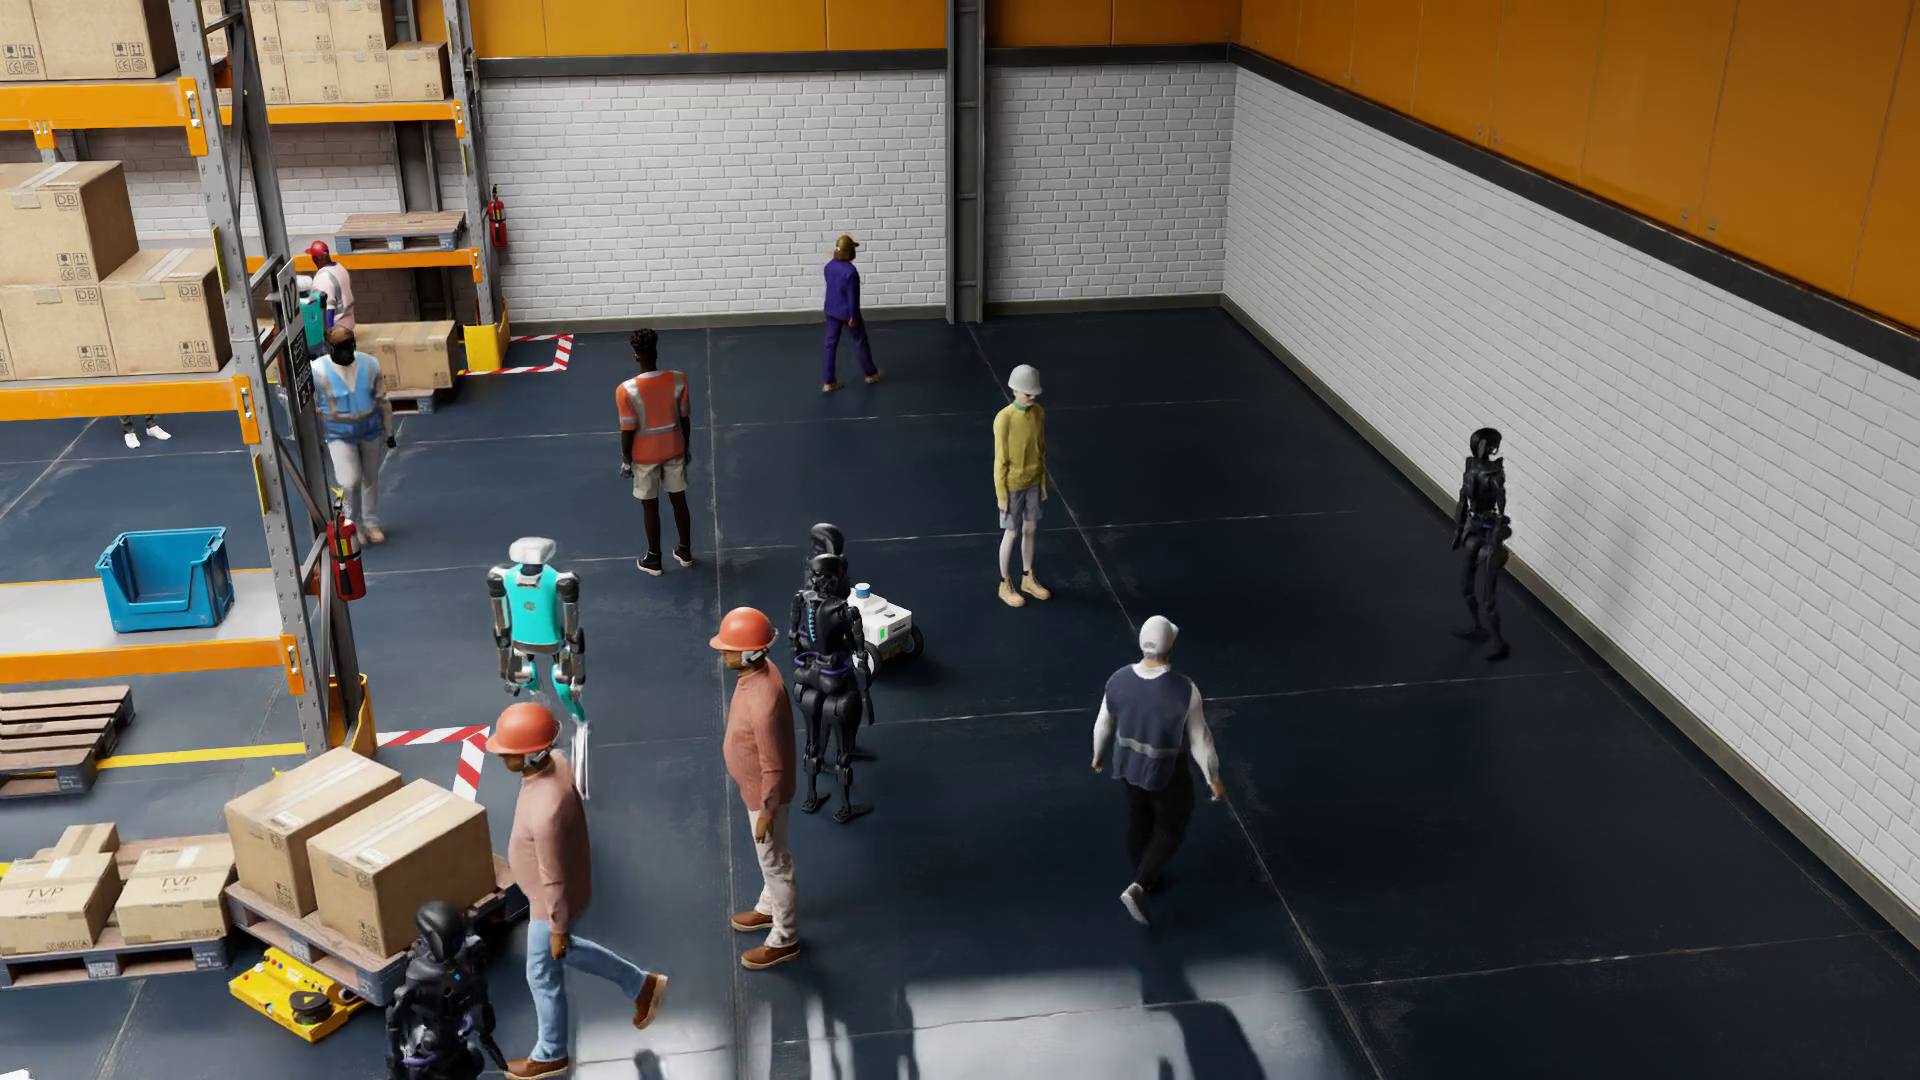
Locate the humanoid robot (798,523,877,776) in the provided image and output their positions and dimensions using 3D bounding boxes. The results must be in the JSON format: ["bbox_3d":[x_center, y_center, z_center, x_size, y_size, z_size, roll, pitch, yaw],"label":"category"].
[{"bbox_3d":[-0.772,0.672,10.104,0.366,1.648,0.610,8,25,18],"label":"humanoid robot"}]

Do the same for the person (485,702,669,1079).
[{"bbox_3d":[-1.794,1.597,7.634,0.725,1.976,0.630,-5,24,-10],"label":"person"}]

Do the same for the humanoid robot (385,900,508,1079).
[{"bbox_3d":[-2.142,2.150,6.758,0.458,1.644,0.611,12,26,25],"label":"humanoid robot"}]

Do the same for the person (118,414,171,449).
[{"bbox_3d":[-7.749,-1.797,15.508,0.328,1.865,0.517,18,30,36],"label":"person"}]

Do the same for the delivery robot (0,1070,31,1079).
[{"bbox_3d":[-4.385,2.588,7.153,0.805,0.601,0.499,-10,26,-22],"label":"delivery robot"}]

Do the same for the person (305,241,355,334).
[{"bbox_3d":[-6.117,-2.055,16.236,0.418,1.751,0.610,0,24,1],"label":"person"}]

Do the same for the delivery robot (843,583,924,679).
[{"bbox_3d":[-0.661,0.608,11.680,0.811,0.613,0.499,20,30,37],"label":"delivery robot"}]

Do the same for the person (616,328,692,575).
[{"bbox_3d":[-2.345,-0.678,12.842,0.600,1.958,0.371,-16,28,-32],"label":"person"}]

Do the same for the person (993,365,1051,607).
[{"bbox_3d":[0.443,-0.410,12.340,0.487,1.880,0.412,-19,30,-36],"label":"person"}]

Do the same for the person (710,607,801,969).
[{"bbox_3d":[-1.018,1.246,8.413,0.392,1.994,0.610,-5,24,-11],"label":"person"}]

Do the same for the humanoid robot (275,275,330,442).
[{"bbox_3d":[-6.061,-1.578,15.168,1.025,1.729,0.556,9,25,20],"label":"humanoid robot"}]

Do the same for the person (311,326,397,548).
[{"bbox_3d":[-4.828,-0.819,13.317,0.651,1.829,0.533,-19,30,-36],"label":"person"}]

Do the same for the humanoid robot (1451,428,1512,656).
[{"bbox_3d":[3.704,-0.014,11.684,0.415,1.630,0.602,-6,24,-13],"label":"humanoid robot"}]

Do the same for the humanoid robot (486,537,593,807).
[{"bbox_3d":[-2.441,0.712,10.010,0.565,1.775,0.923,2,24,3],"label":"humanoid robot"}]

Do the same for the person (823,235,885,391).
[{"bbox_3d":[-1.133,-2.354,17.109,0.457,1.592,0.785,18,29,35],"label":"person"}]

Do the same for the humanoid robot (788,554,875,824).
[{"bbox_3d":[-0.774,0.845,9.707,0.599,1.653,0.315,16,28,31],"label":"humanoid robot"}]

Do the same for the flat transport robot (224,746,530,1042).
[{"bbox_3d":[-3.007,2.053,8.719,0.659,0.231,1.431,15,28,31],"label":"flat transport robot"}]

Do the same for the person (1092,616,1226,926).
[{"bbox_3d":[1.012,1.221,8.783,0.764,1.737,0.582,15,28,31],"label":"person"}]
